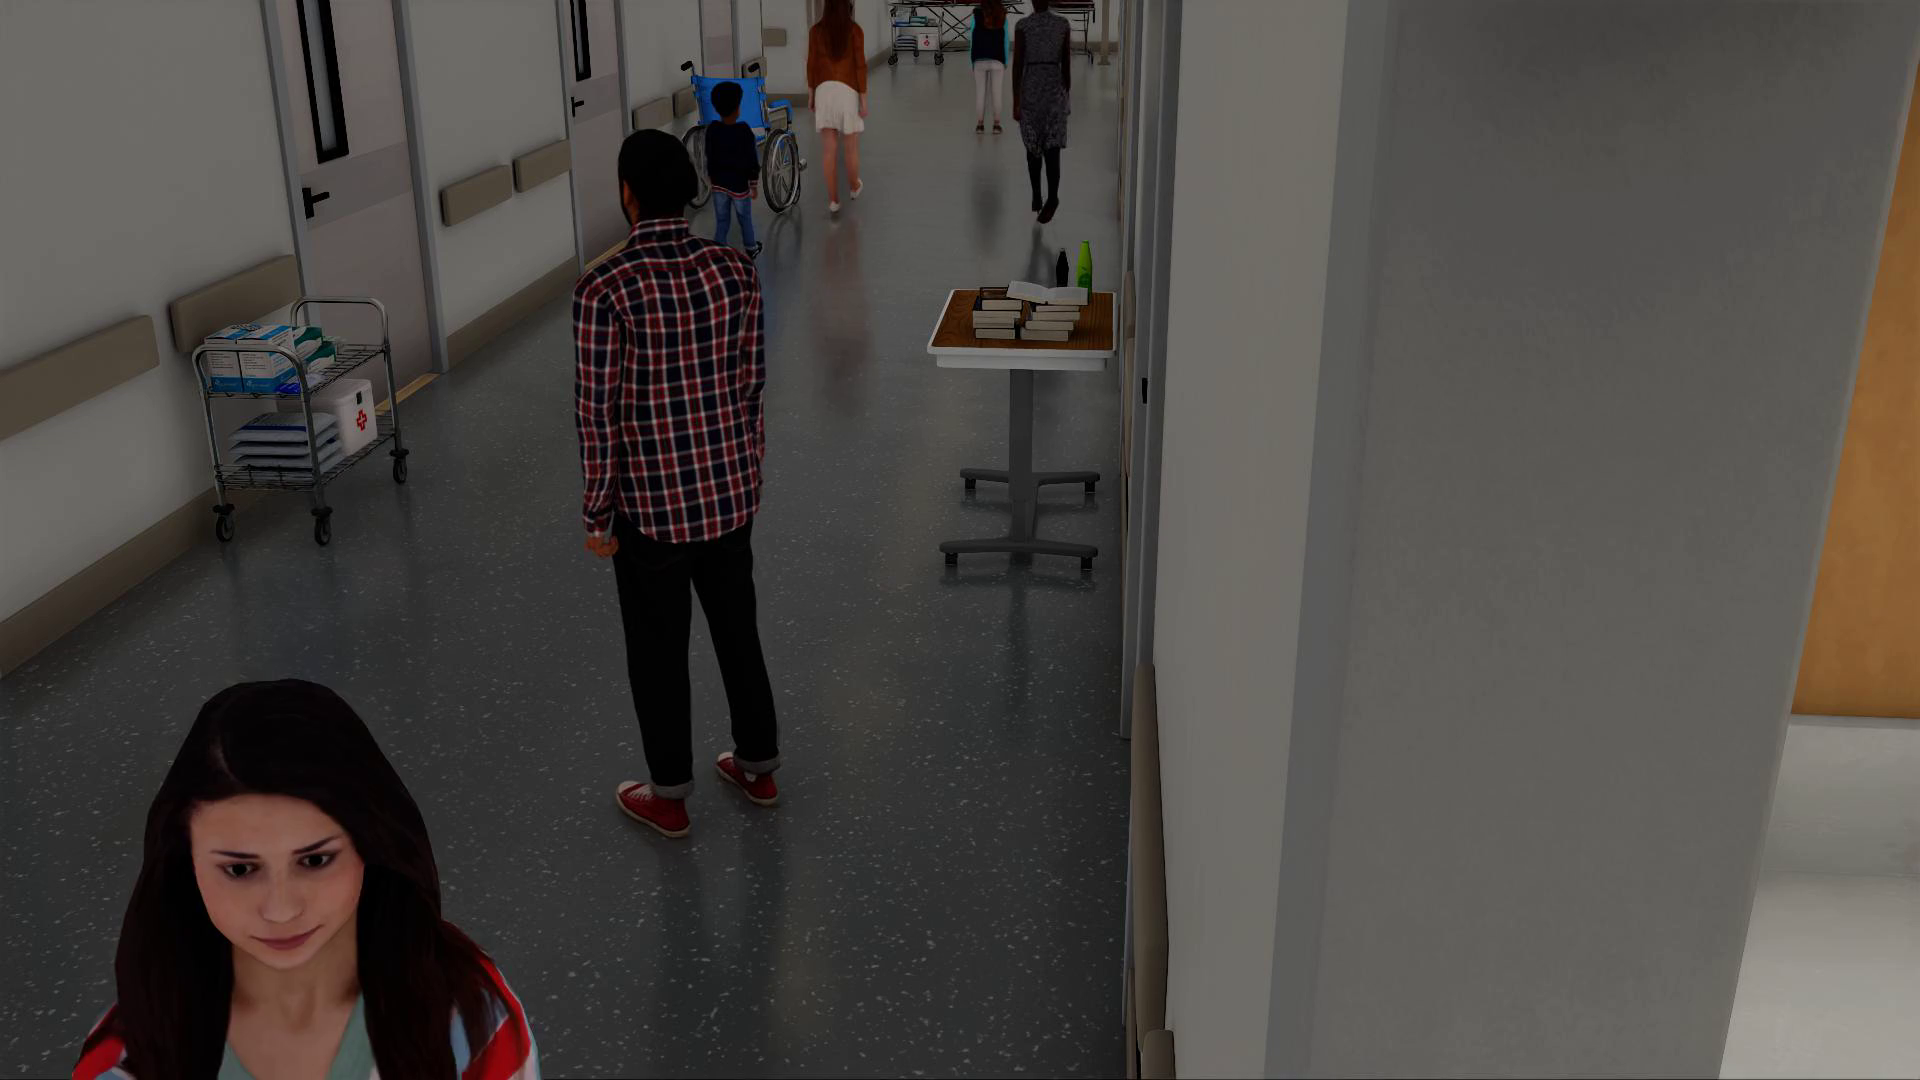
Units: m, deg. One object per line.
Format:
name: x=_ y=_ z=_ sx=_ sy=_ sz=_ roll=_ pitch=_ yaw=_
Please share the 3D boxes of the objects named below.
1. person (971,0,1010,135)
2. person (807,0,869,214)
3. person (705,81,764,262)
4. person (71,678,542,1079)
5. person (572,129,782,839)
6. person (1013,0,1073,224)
person: x=0.303 y=-5.054 z=17.513 sx=0.548 sy=1.499 sz=0.555 roll=1 pitch=21 yaw=4
person: x=-0.951 y=-3.345 z=12.747 sx=0.648 sy=1.677 sz=1.048 roll=1 pitch=21 yaw=4
person: x=-1.490 y=-2.290 z=10.653 sx=0.605 sy=1.189 sz=0.834 roll=4 pitch=21 yaw=12
person: x=-0.636 y=0.847 z=1.787 sx=0.683 sy=1.601 sz=0.708 roll=-7 pitch=22 yaw=-19
person: x=-0.685 y=-0.119 z=4.120 sx=0.751 sy=1.756 sz=0.815 roll=-17 pitch=27 yaw=-38
person: x=0.620 y=-3.142 z=12.143 sx=0.737 sy=1.726 sz=1.238 roll=-3 pitch=21 yaw=-7
